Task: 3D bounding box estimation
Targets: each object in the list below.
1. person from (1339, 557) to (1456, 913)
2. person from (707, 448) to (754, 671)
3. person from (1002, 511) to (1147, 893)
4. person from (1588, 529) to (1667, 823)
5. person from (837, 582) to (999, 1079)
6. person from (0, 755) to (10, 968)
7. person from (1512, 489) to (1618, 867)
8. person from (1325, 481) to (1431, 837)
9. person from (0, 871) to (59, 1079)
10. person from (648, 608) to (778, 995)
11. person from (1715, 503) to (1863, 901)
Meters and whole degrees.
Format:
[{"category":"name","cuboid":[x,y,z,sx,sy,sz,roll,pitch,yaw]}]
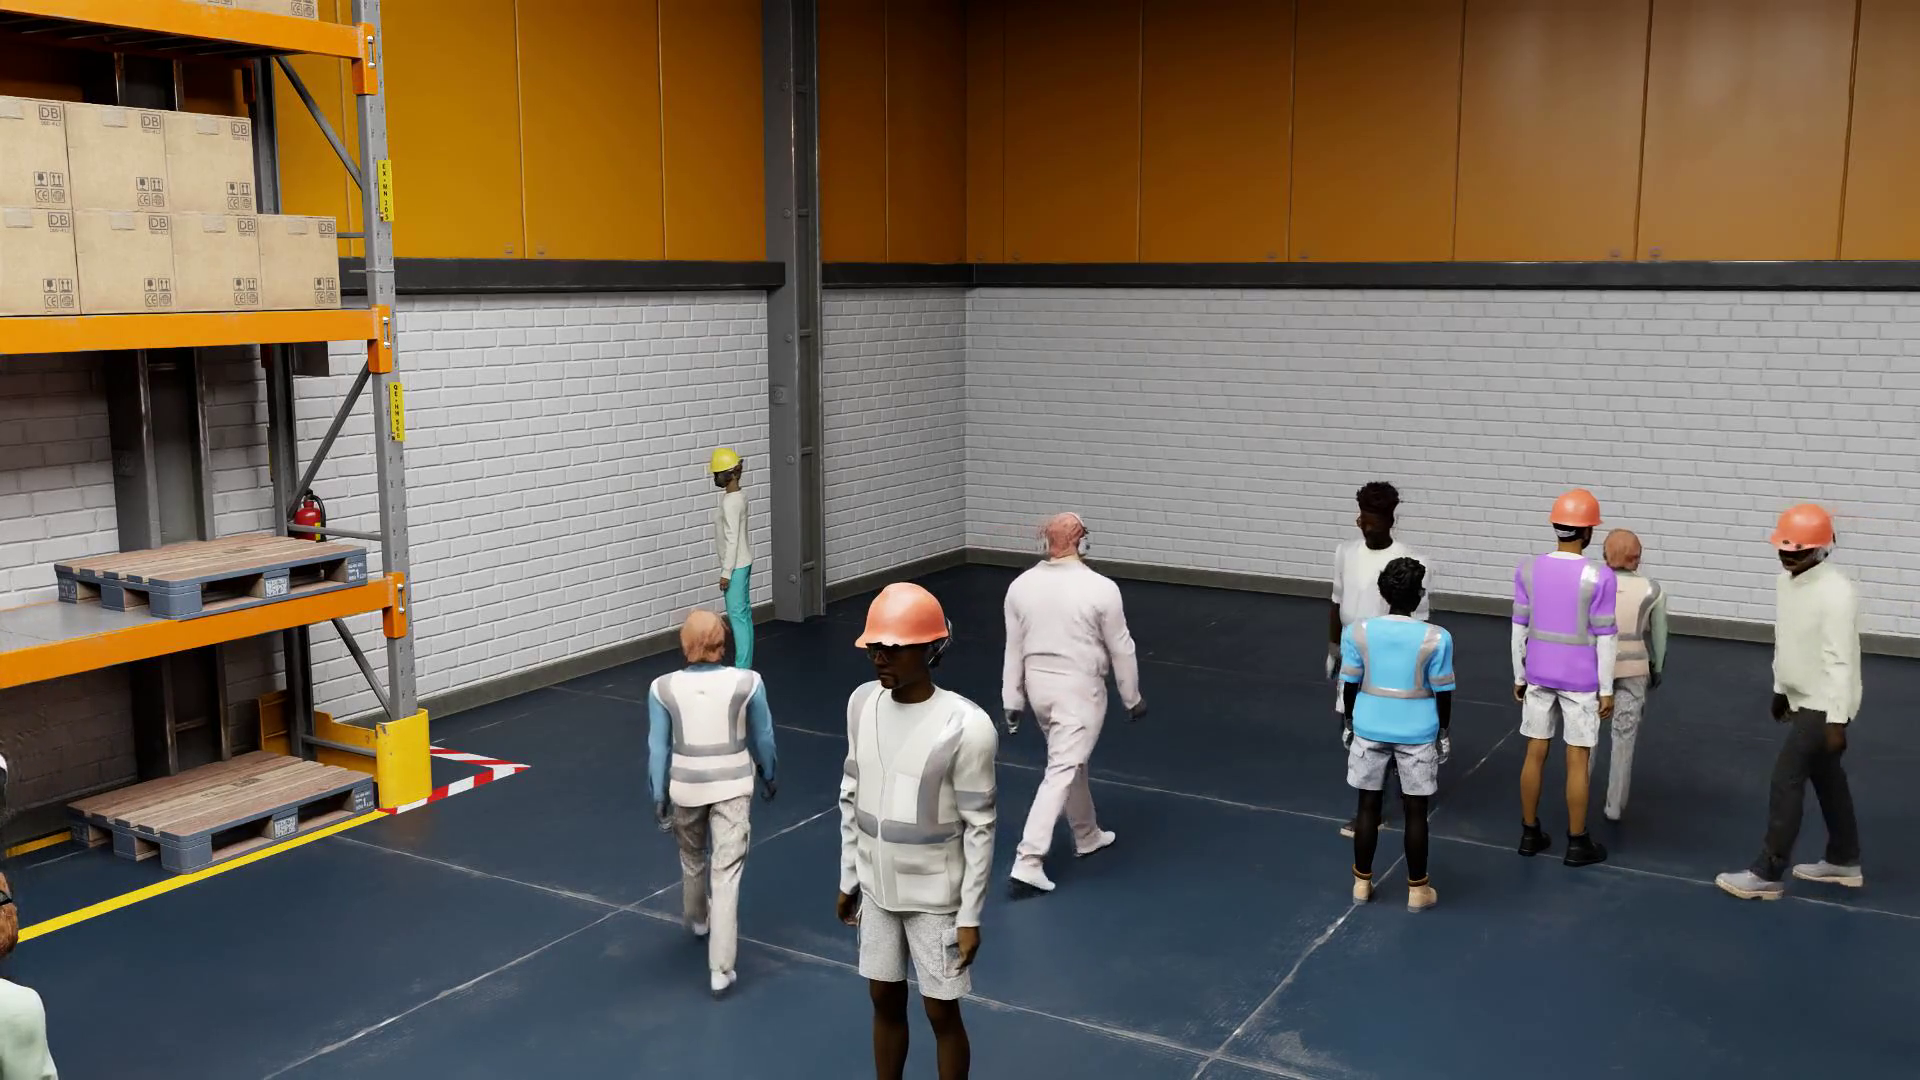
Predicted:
[{"category":"person","cuboid":[2.079,0.920,7.935,0.539,1.698,0.318,4,10,26]},{"category":"person","cuboid":[-1.686,0.200,12.254,0.321,1.761,0.522,0,9,1]},{"category":"person","cuboid":[0.515,0.787,8.316,0.644,1.857,1.018,8,12,41]},{"category":"person","cuboid":[3.685,0.731,9.388,0.547,1.599,0.802,3,9,16]},{"category":"person","cuboid":[-0.171,1.145,5.464,0.605,2.045,0.381,7,11,37]},{"category":"person","cuboid":[-3.267,1.270,5.159,0.628,1.891,0.716,1,9,6]},{"category":"person","cuboid":[3.112,0.702,8.560,0.371,1.939,0.543,-9,12,-43]},{"category":"person","cuboid":[2.330,0.622,9.081,0.678,1.934,0.657,-7,11,-37]},{"category":"person","cuboid":[-2.397,1.570,4.087,0.507,1.633,0.277,2,9,14]},{"category":"person","cuboid":[-1.070,1.089,7.233,0.529,1.591,0.875,0,9,0]},{"category":"person","cuboid":[4.065,0.784,8.037,0.890,1.939,0.713,1,9,4]}]
